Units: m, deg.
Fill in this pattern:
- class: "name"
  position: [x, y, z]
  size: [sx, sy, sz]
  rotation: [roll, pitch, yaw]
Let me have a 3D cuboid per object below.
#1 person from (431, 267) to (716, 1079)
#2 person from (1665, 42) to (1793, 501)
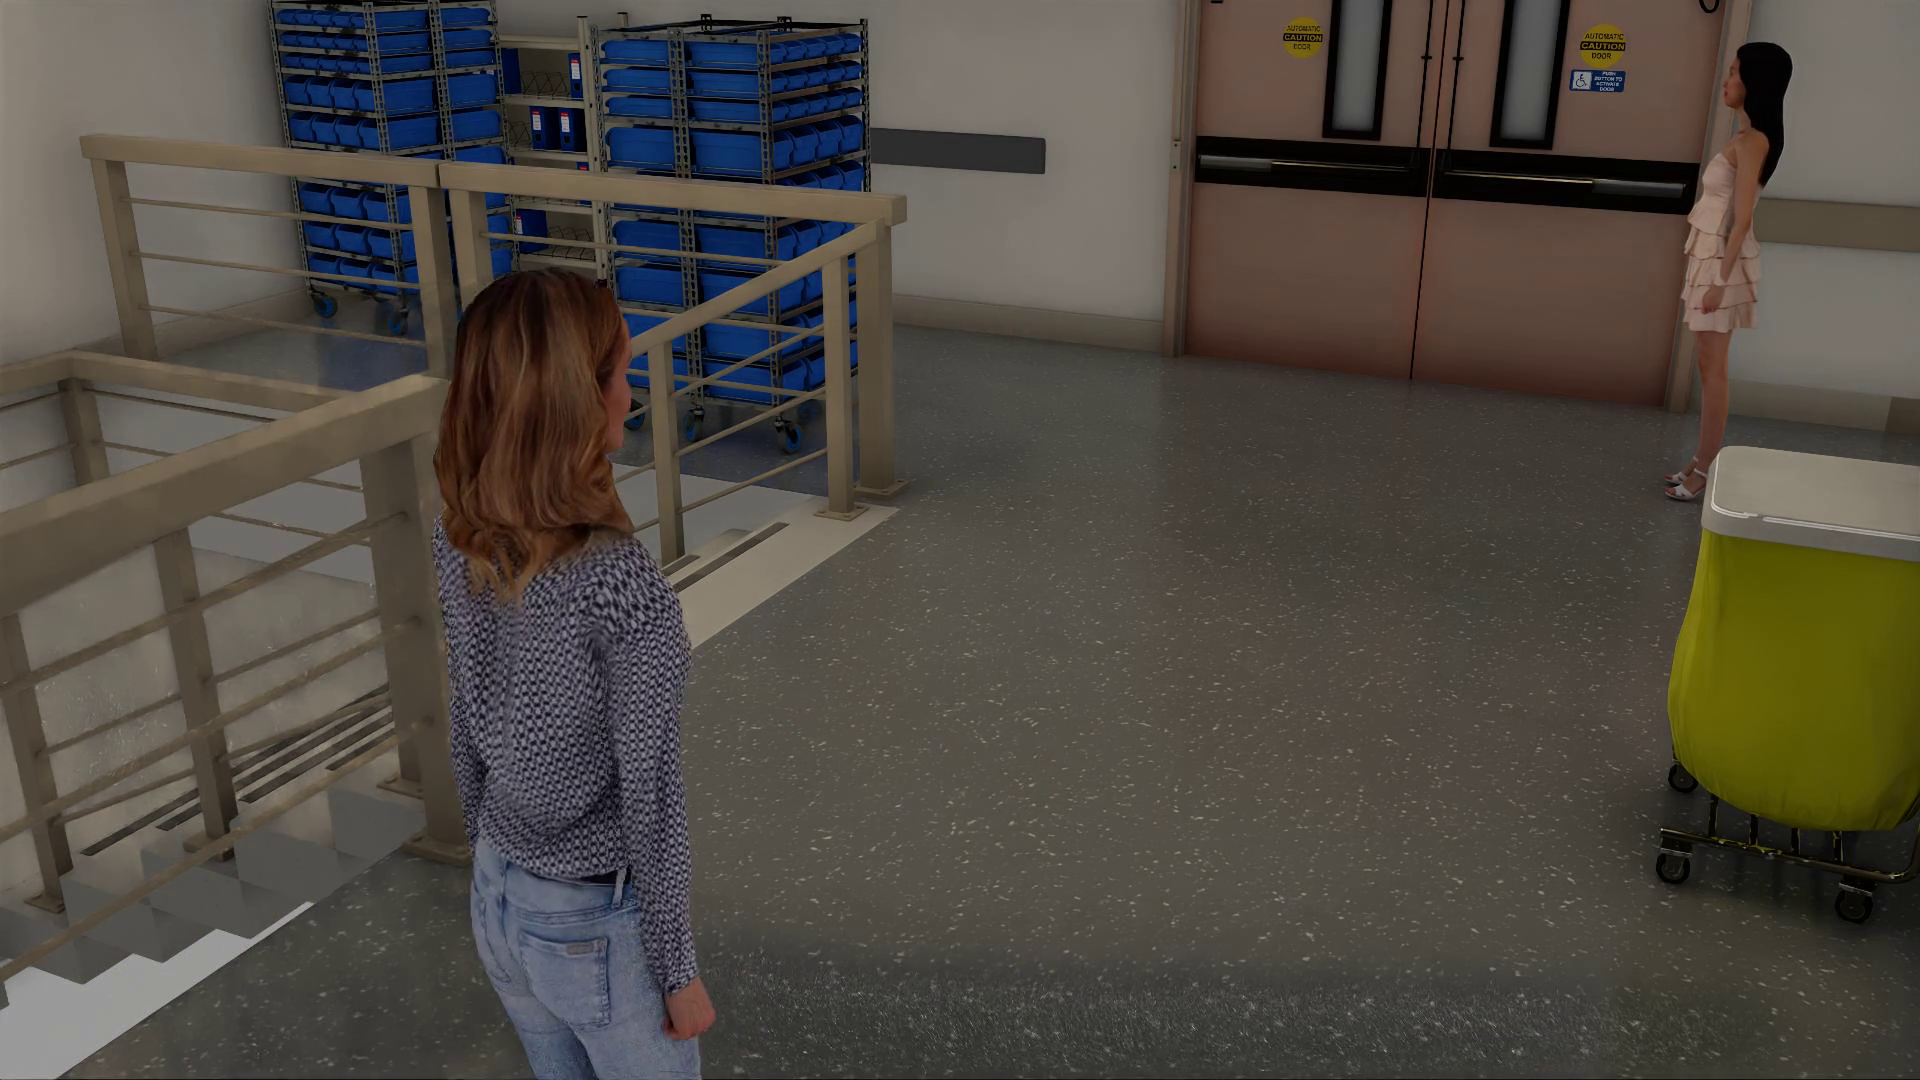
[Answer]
- class: "person"
  position: [-0.572, 0.555, 2.180]
  size: [0.963, 1.779, 0.857]
  rotation: [19, 28, 41]
- class: "person"
  position: [2.919, -0.998, 6.341]
  size: [0.512, 1.736, 0.576]
  rotation: [9, 22, 22]
